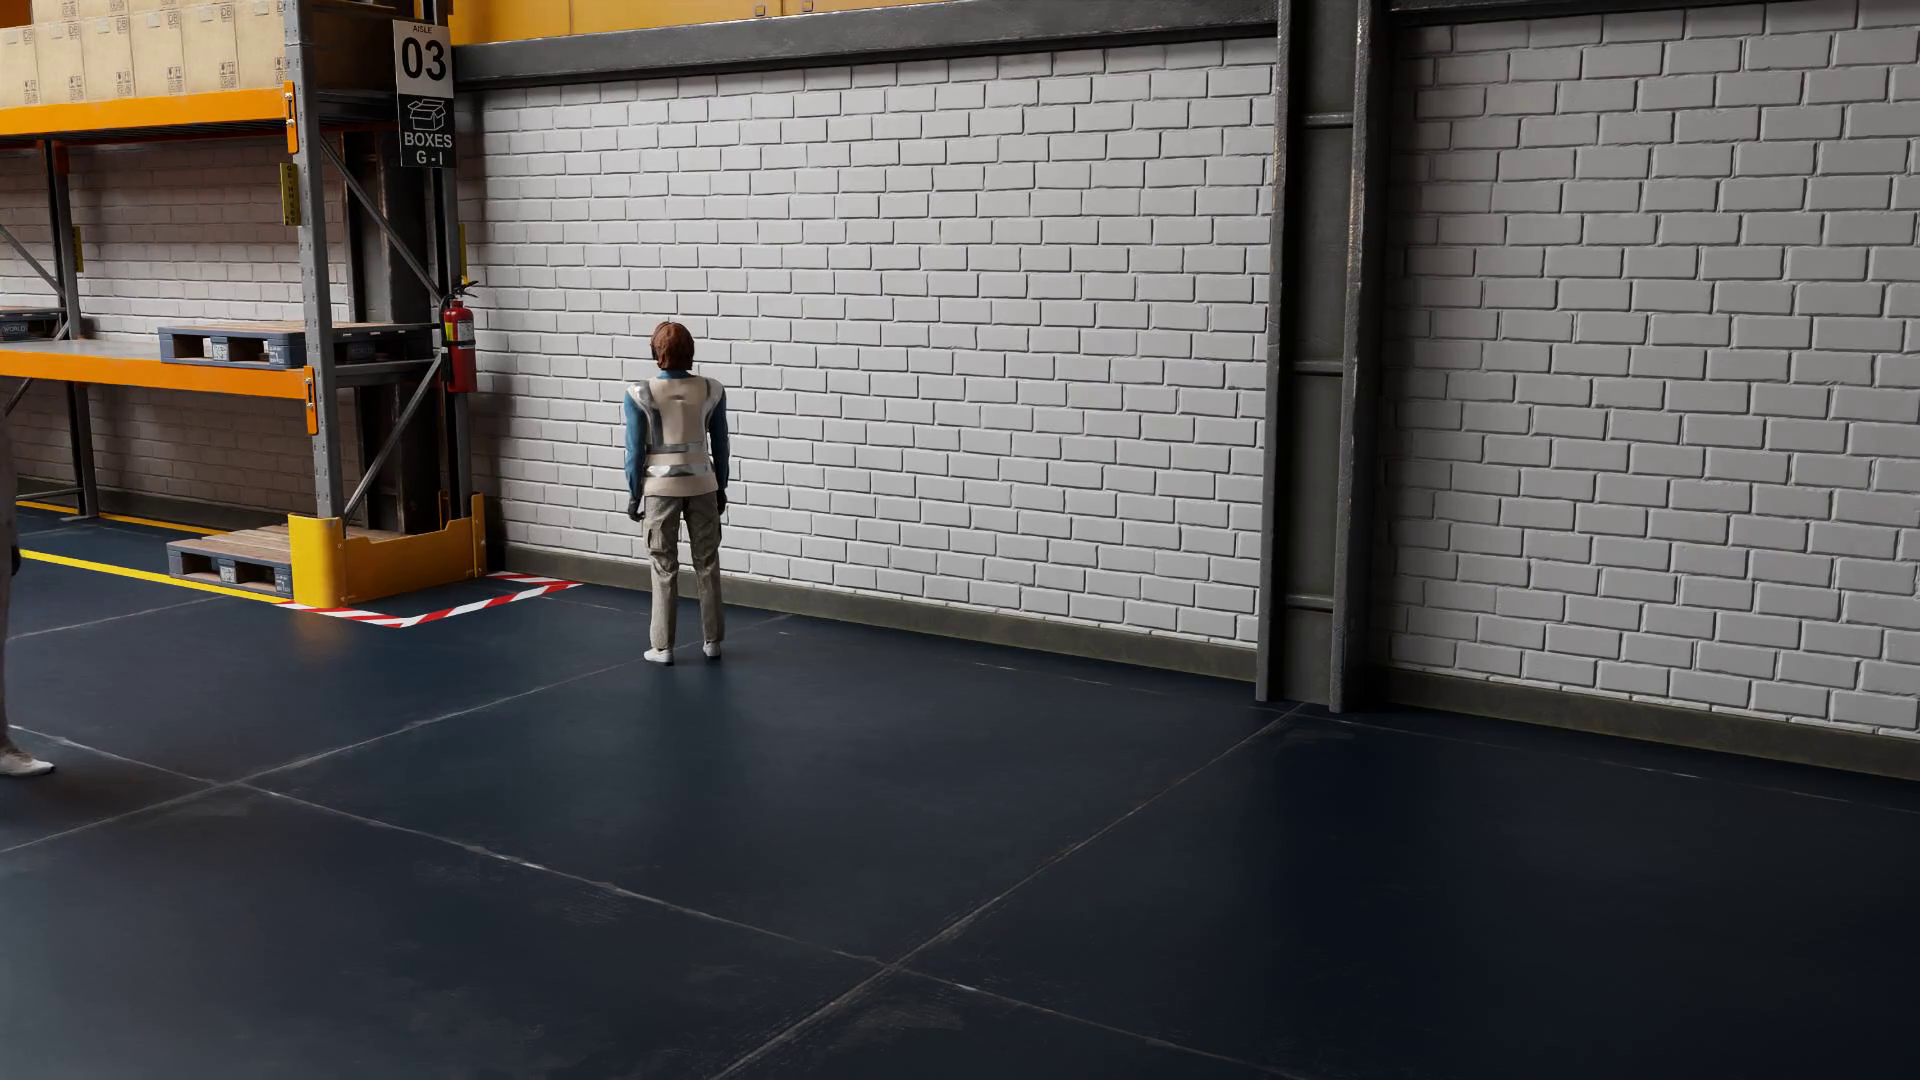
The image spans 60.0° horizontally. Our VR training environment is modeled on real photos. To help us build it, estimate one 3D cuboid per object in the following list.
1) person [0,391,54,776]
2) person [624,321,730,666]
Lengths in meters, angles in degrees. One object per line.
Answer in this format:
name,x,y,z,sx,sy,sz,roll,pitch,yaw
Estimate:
person,-3.605,0.006,6.013,0.396,1.899,0.642,0,10,1
person,-1.339,-0.215,7.932,0.510,1.640,0.308,-5,11,-26
